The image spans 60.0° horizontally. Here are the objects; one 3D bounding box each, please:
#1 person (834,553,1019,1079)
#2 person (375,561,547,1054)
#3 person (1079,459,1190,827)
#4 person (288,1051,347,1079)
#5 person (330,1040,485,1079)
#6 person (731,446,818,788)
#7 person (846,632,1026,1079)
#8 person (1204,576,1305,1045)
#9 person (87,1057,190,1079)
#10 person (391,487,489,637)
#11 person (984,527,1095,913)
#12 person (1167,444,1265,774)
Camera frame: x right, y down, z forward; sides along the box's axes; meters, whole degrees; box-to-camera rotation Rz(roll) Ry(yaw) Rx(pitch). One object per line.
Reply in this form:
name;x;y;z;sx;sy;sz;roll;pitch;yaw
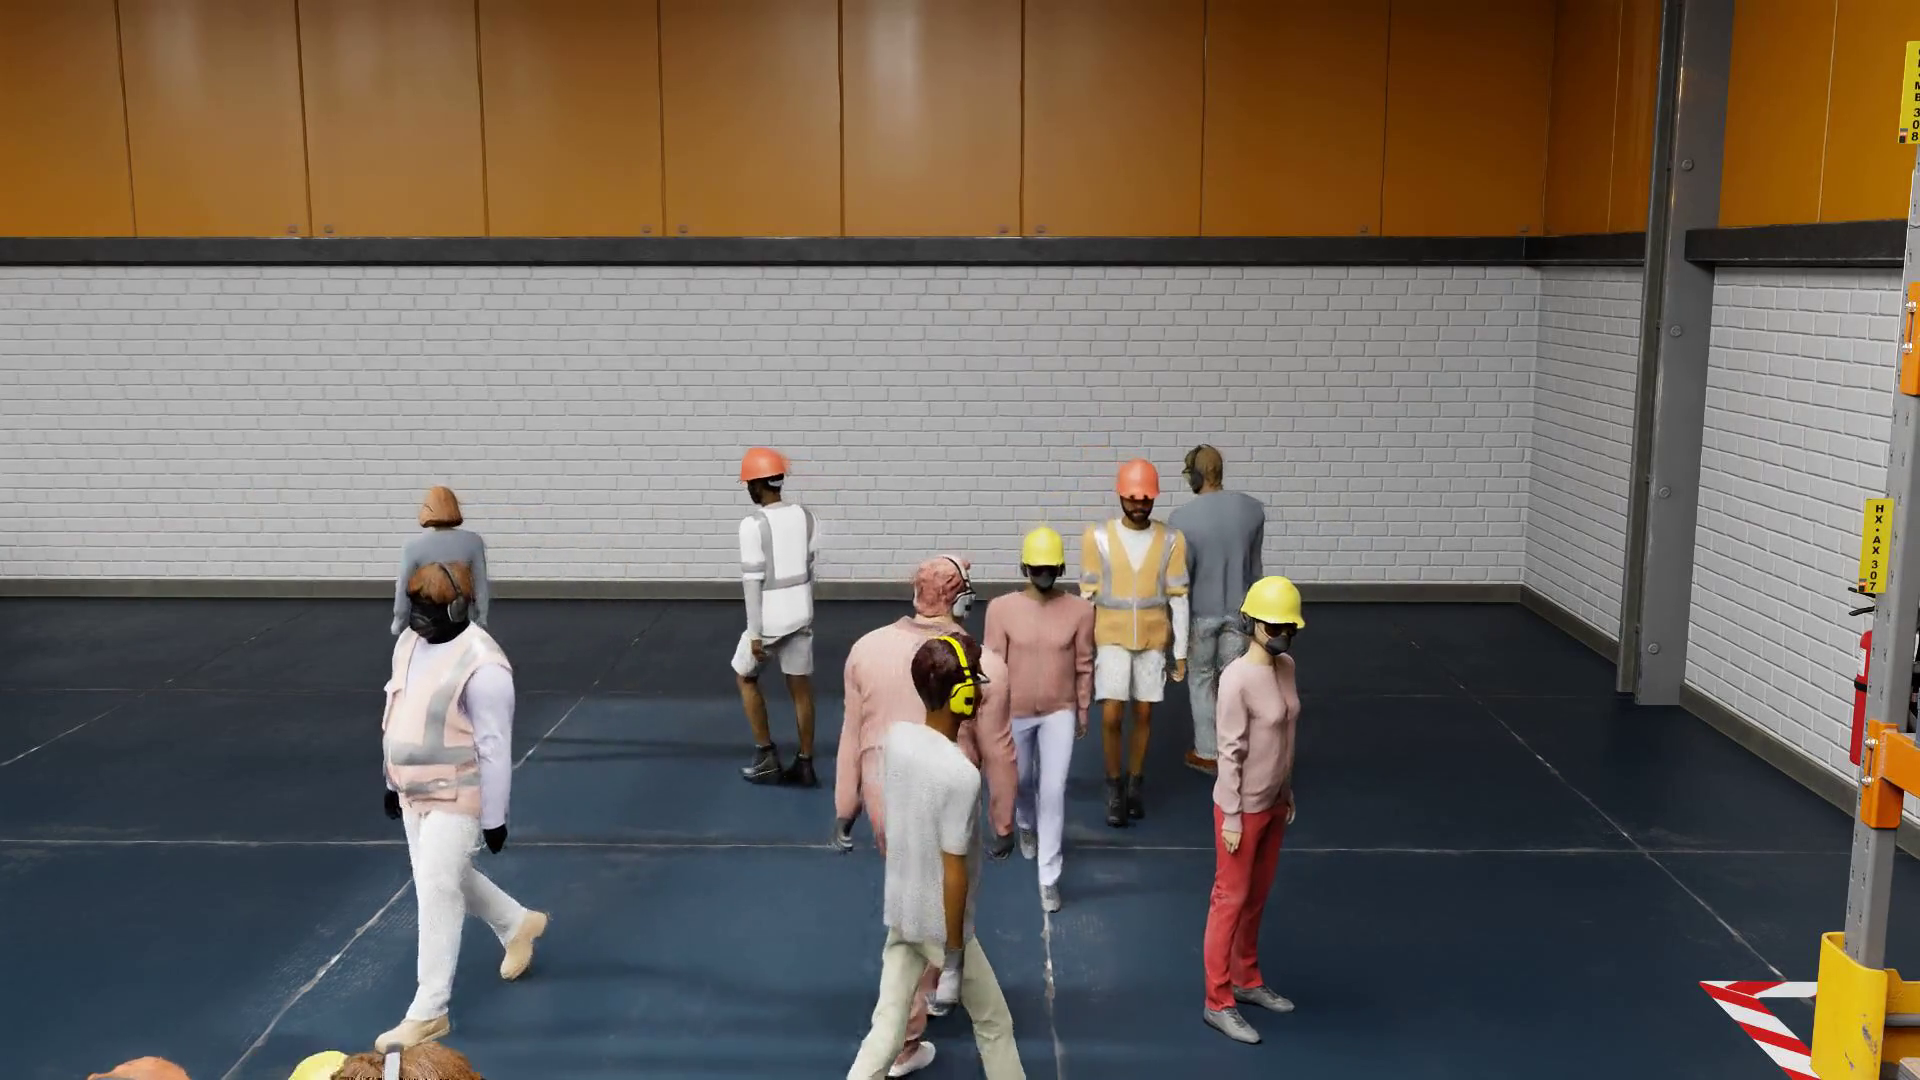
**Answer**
person;-0.082;0.977;6.149;0.659;1.862;0.908;5;11;27
person;-1.931;0.962;6.371;0.797;1.819;0.638;-9;13;-43
person;0.906;0.541;8.596;0.570;1.916;0.623;0;9;0
person;-0.791;1.646;2.342;0.612;1.802;0.642;-2;10;-14
person;-0.826;1.608;2.499;0.704;1.823;0.646;-3;10;-18
person;-1.037;0.429;9.264;0.569;1.915;0.571;-9;13;-43
person;-0.050;1.175;5.140;1.017;1.819;0.513;-7;12;-37
person;1.142;1.000;6.312;0.328;1.764;0.528;7;12;36
person;-1.078;1.609;2.299;0.586;1.883;0.342;2;10;13
person;-3.109;0.474;9.968;0.515;1.586;0.850;-8;12;-40
person;0.362;0.772;7.809;0.526;1.734;0.861;0;9;1
person;1.456;0.423;9.322;0.654;1.917;0.616;-4;10;-22
